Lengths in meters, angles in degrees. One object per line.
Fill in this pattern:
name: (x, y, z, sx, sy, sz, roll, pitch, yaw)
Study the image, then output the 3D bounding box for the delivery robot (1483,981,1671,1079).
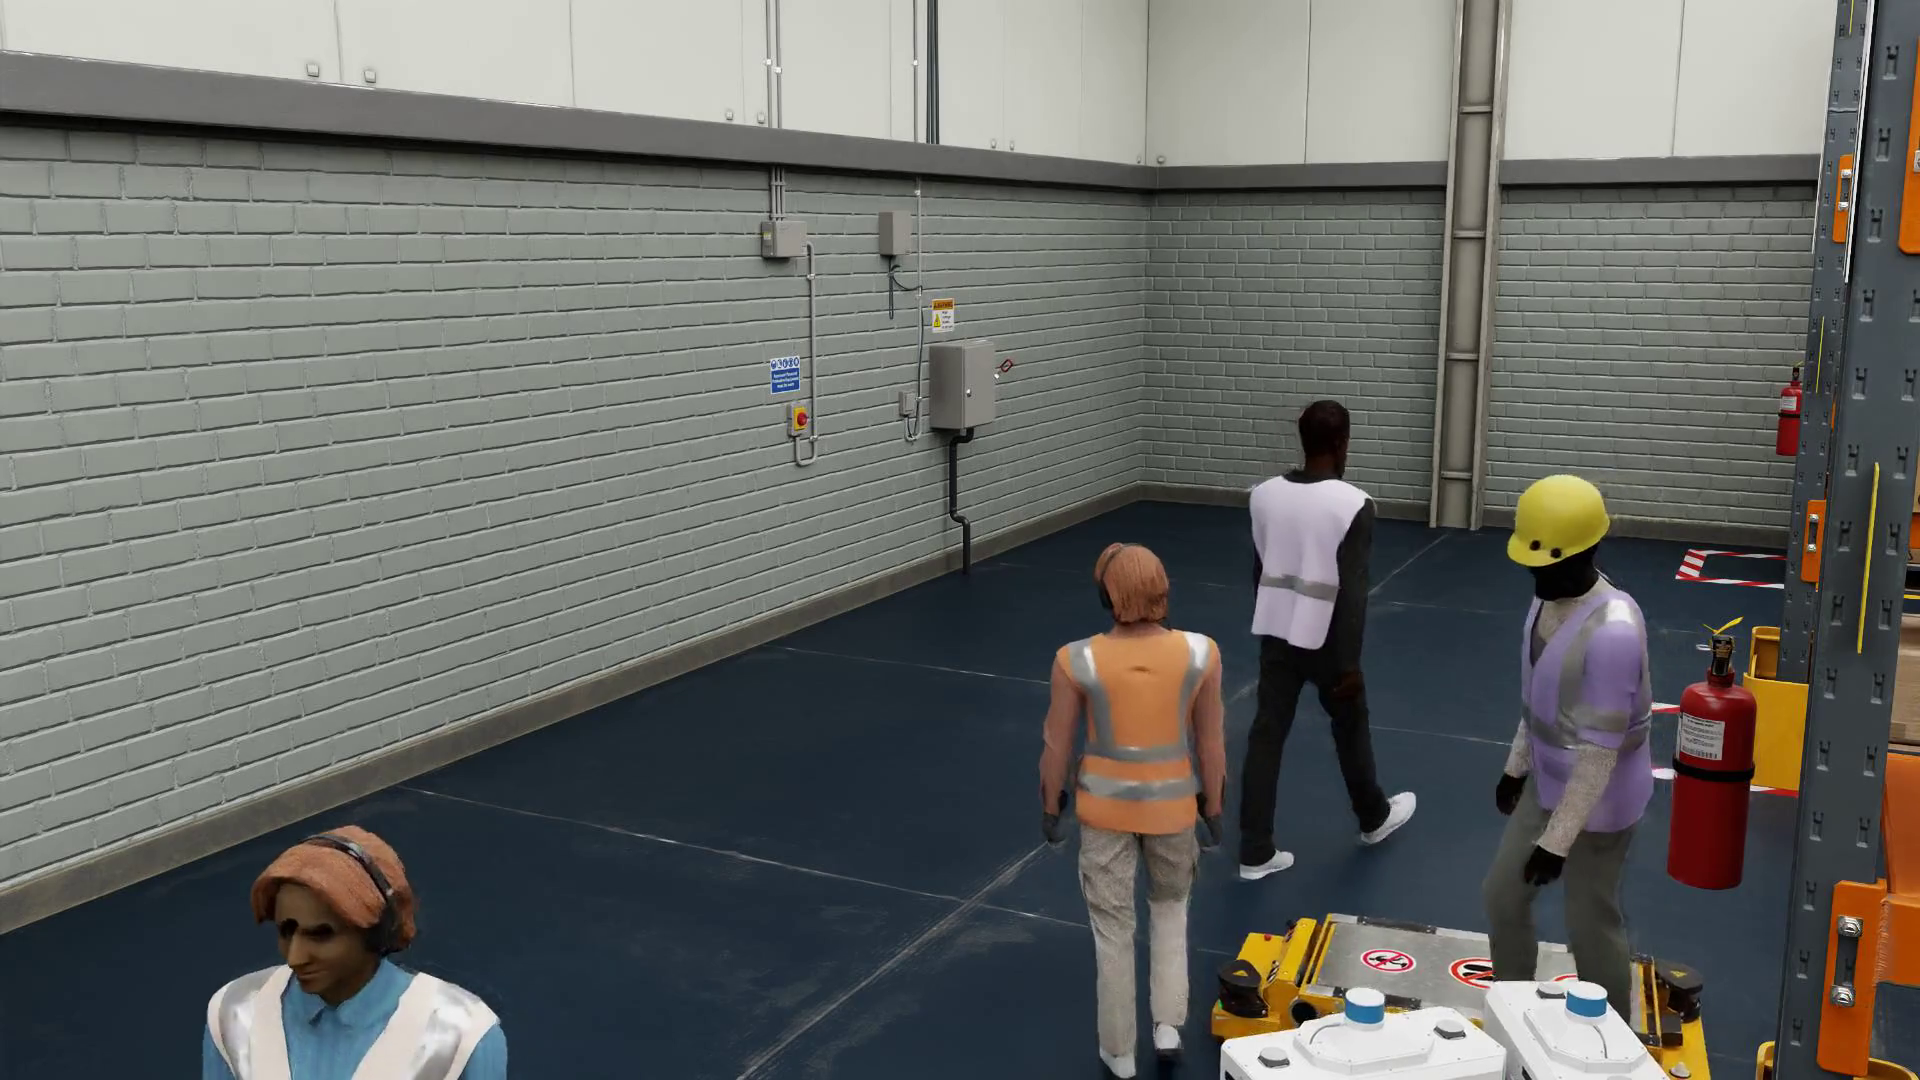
delivery robot: (1.634, 1.407, 4.372, 0.477, 0.478, 0.707, 0, 10, 1)

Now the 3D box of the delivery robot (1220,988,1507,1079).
delivery robot: (1.045, 1.413, 4.336, 0.707, 0.478, 0.477, -3, 11, -17)

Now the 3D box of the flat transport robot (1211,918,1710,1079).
flat transport robot: (1.563, 1.441, 5.218, 1.431, 0.197, 0.652, 4, 11, 20)

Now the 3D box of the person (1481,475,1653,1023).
person: (1.716, 0.729, 4.733, 0.646, 1.869, 0.624, -1, 10, -4)

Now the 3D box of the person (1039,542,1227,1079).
person: (0.504, 0.810, 4.926, 0.544, 1.624, 0.385, -1, 10, -4)

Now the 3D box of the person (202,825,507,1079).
person: (-0.953, 1.214, 2.801, 0.538, 1.611, 0.706, 2, 11, 10)

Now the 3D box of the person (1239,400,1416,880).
person: (1.453, 0.378, 6.649, 0.980, 1.863, 0.618, -9, 14, -41)
